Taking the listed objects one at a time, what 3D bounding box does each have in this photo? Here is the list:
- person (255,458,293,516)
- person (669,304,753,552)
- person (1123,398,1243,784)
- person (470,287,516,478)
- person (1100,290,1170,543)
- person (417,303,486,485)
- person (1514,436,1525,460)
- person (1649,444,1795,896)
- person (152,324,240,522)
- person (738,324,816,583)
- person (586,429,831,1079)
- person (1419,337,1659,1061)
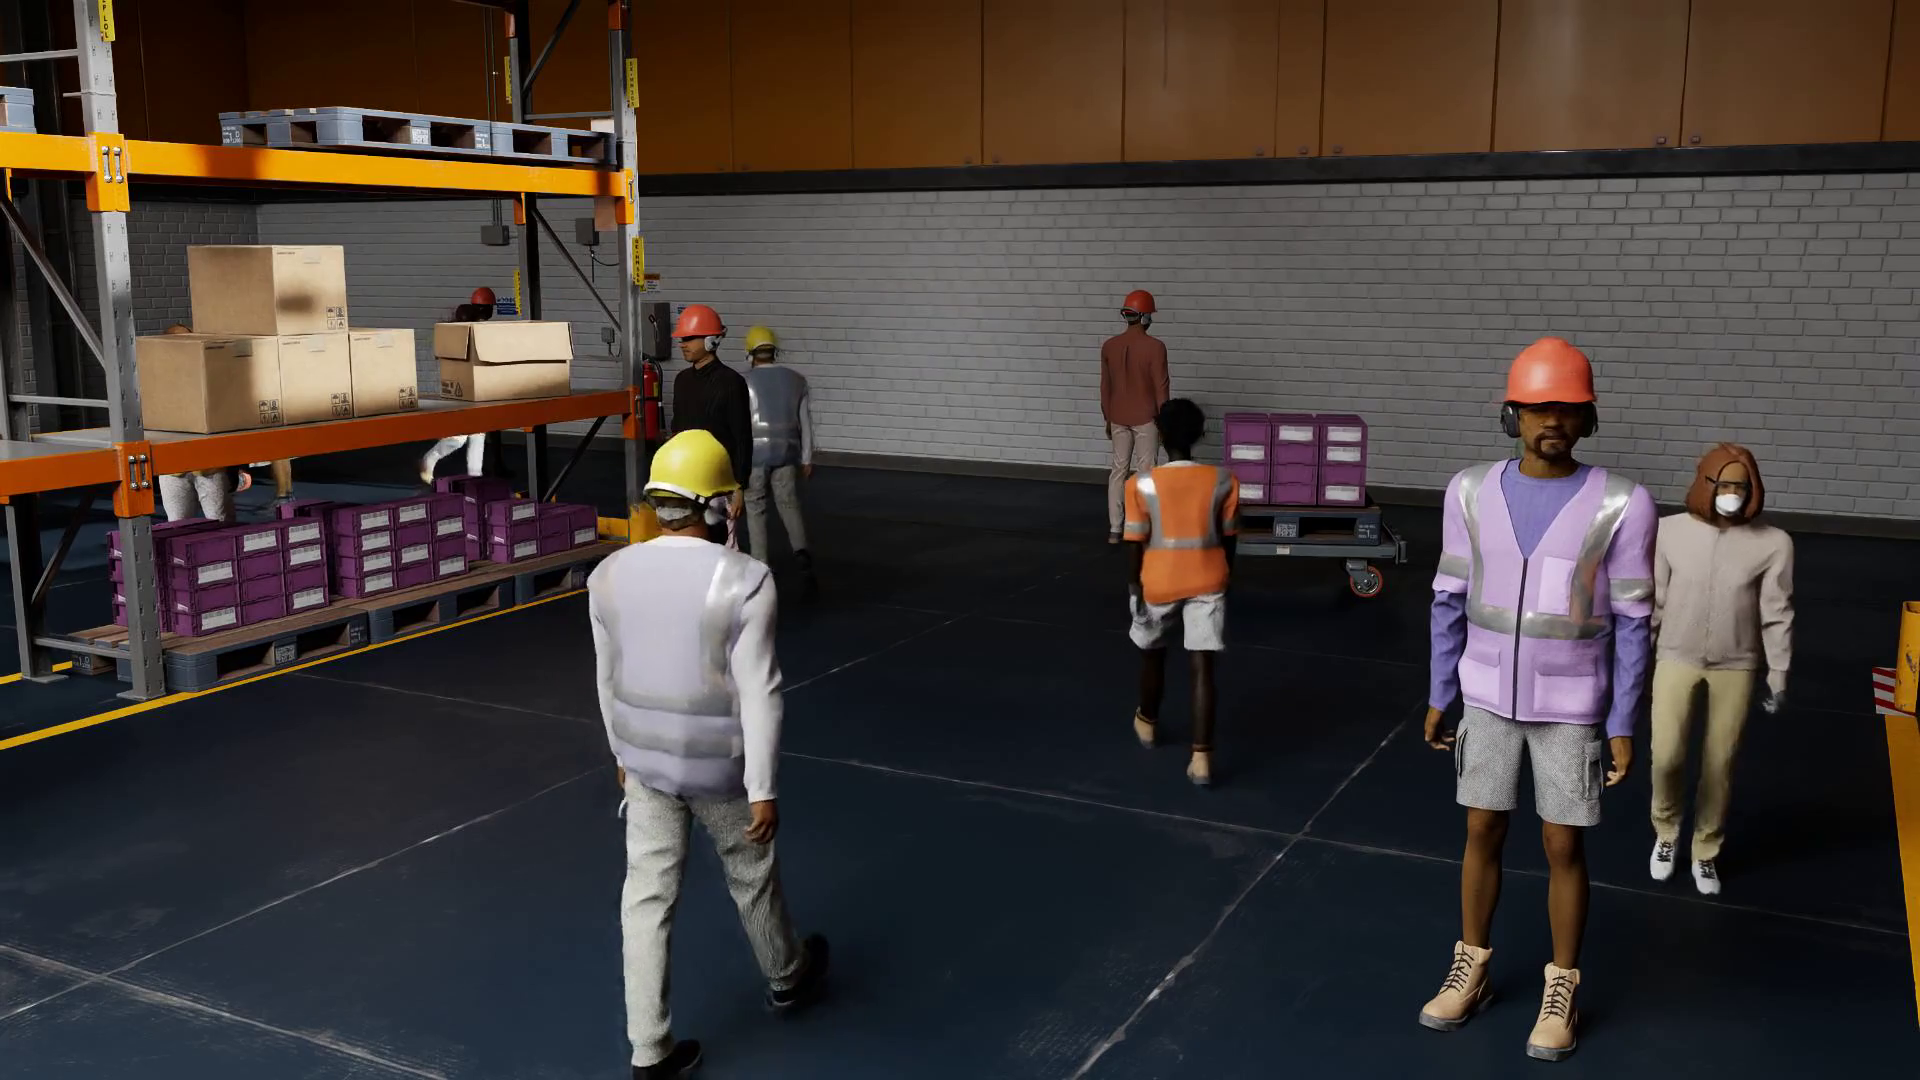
[{"bbox_3d":[-6.045,-1.175,14.480,0.377,1.933,0.552,-2,10,-13],"label":"person"},{"bbox_3d":[-1.434,-0.328,9.406,0.626,1.992,0.387,9,13,42],"label":"person"},{"bbox_3d":[0.978,0.200,7.351,0.537,1.649,0.888,0,10,0],"label":"person"},{"bbox_3d":[-4.787,-1.578,16.812,0.551,1.935,0.371,3,10,18],"label":"person"},{"bbox_3d":[1.377,-0.944,12.971,0.608,1.995,0.377,8,12,38],"label":"person"},{"bbox_3d":[-4.811,-1.350,15.875,0.707,1.811,0.627,3,10,15],"label":"person"},{"bbox_3d":[4.100,-0.564,11.820,0.281,1.633,0.498,9,13,42],"label":"person"},{"bbox_3d":[2.644,0.466,5.880,0.529,1.617,0.362,3,10,18],"label":"person"},{"bbox_3d":[-4.898,-0.457,10.624,0.621,1.837,0.429,-1,10,-5],"label":"person"},{"bbox_3d":[-1.272,-0.567,11.380,0.607,1.802,0.700,-5,11,-27],"label":"person"},{"bbox_3d":[-0.700,0.581,4.704,0.623,1.791,0.904,4,10,20],"label":"person"},{"bbox_3d":[1.626,0.450,4.744,0.615,2.047,0.356,7,12,36],"label":"person"}]
